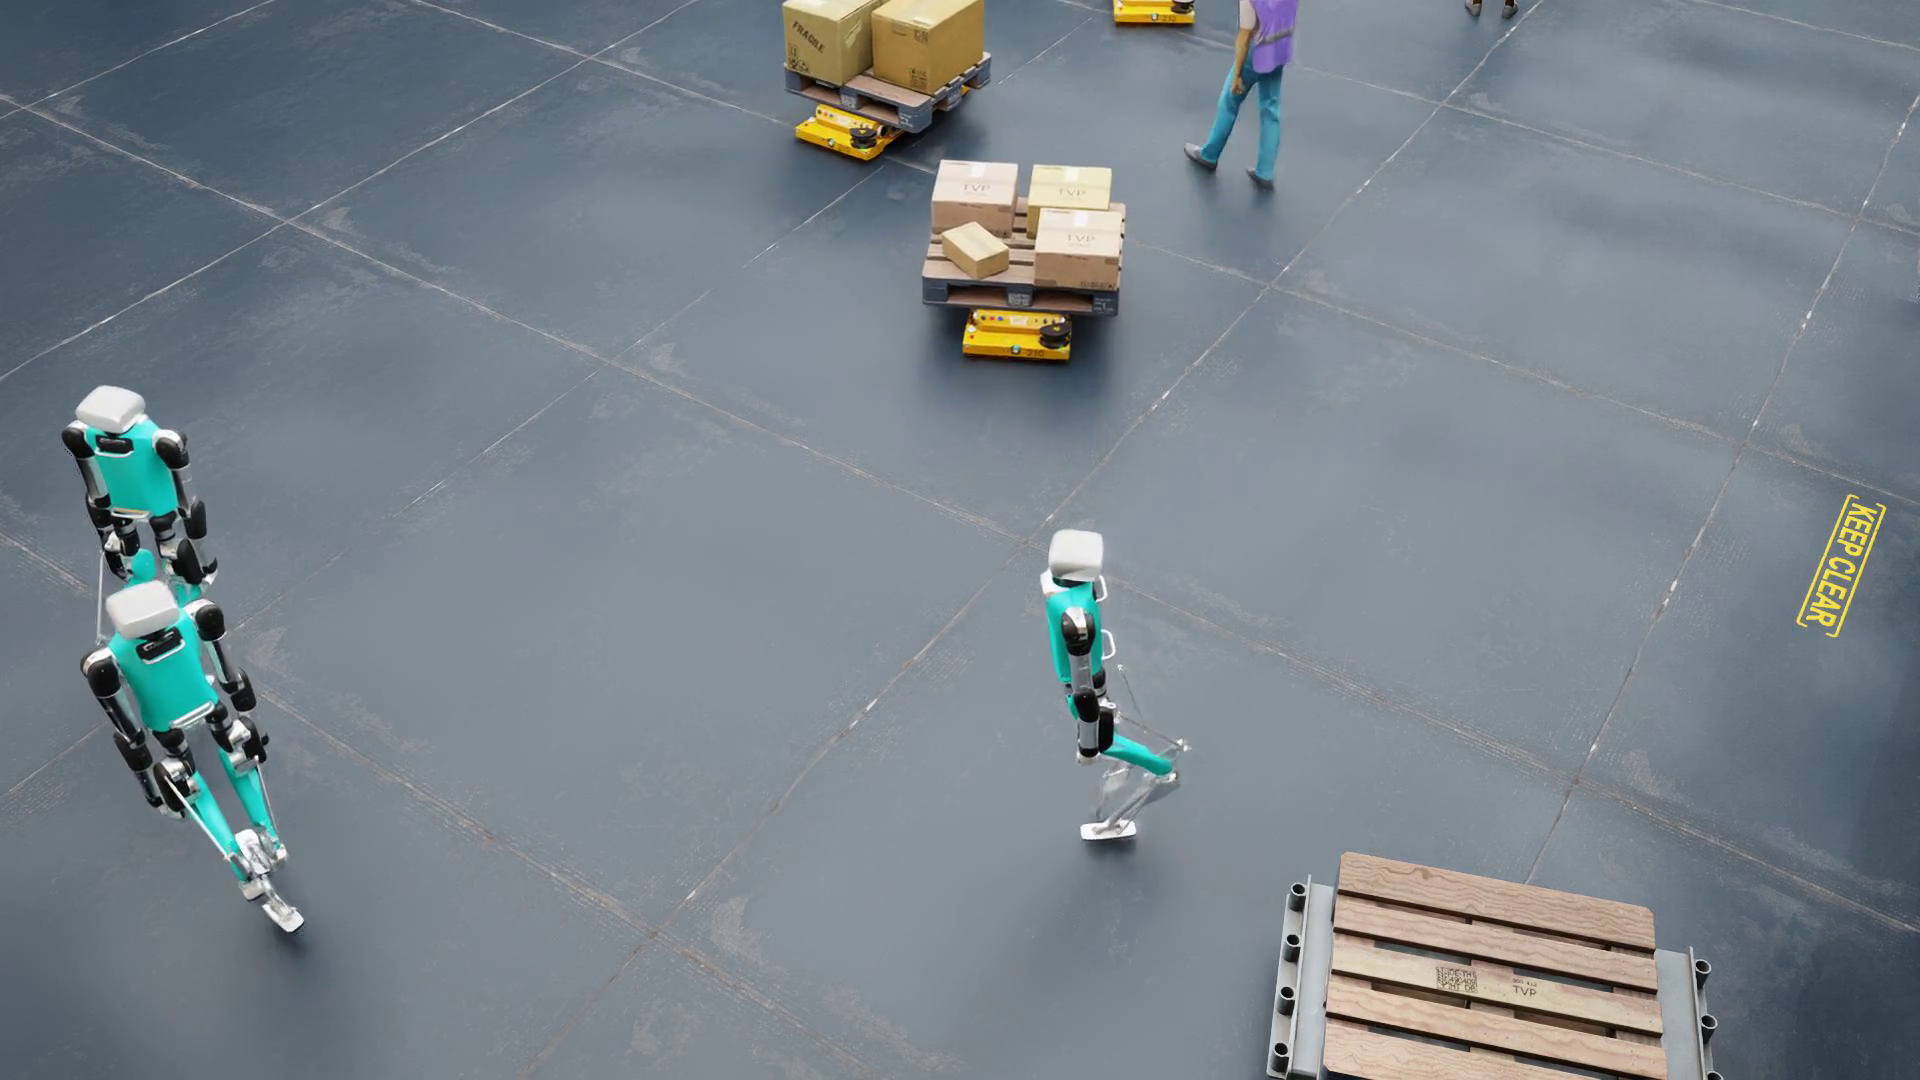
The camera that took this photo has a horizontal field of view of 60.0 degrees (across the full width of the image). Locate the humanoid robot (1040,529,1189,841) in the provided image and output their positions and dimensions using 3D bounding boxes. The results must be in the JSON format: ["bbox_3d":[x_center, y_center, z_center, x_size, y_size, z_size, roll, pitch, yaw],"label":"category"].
[{"bbox_3d":[0.688,0.714,6.952,0.747,1.875,0.549,-3,42,-4],"label":"humanoid robot"}]

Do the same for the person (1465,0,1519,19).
[{"bbox_3d":[4.414,-5.113,13.248,0.552,1.941,0.418,9,43,10],"label":"person"}]

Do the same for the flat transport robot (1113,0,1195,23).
[{"bbox_3d":[1.613,-4.776,14.123,0.659,0.231,1.431,1,42,1],"label":"flat transport robot"}]

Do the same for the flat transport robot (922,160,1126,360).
[{"bbox_3d":[0.416,-1.645,10.620,0.659,0.231,1.431,4,42,5],"label":"flat transport robot"}]

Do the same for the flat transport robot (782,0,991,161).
[{"bbox_3d":[-0.543,-3.290,12.461,0.659,0.231,1.431,24,47,24],"label":"flat transport robot"}]

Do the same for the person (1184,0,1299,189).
[{"bbox_3d":[1.958,-3.310,11.325,0.600,1.819,0.769,-27,48,-27],"label":"person"}]

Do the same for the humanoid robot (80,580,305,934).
[{"bbox_3d":[-2.914,0.956,6.608,0.938,1.759,0.547,32,51,31],"label":"humanoid robot"}]

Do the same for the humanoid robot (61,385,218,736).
[{"bbox_3d":[-3.655,0.249,7.491,0.549,1.903,0.717,5,42,5],"label":"humanoid robot"}]
